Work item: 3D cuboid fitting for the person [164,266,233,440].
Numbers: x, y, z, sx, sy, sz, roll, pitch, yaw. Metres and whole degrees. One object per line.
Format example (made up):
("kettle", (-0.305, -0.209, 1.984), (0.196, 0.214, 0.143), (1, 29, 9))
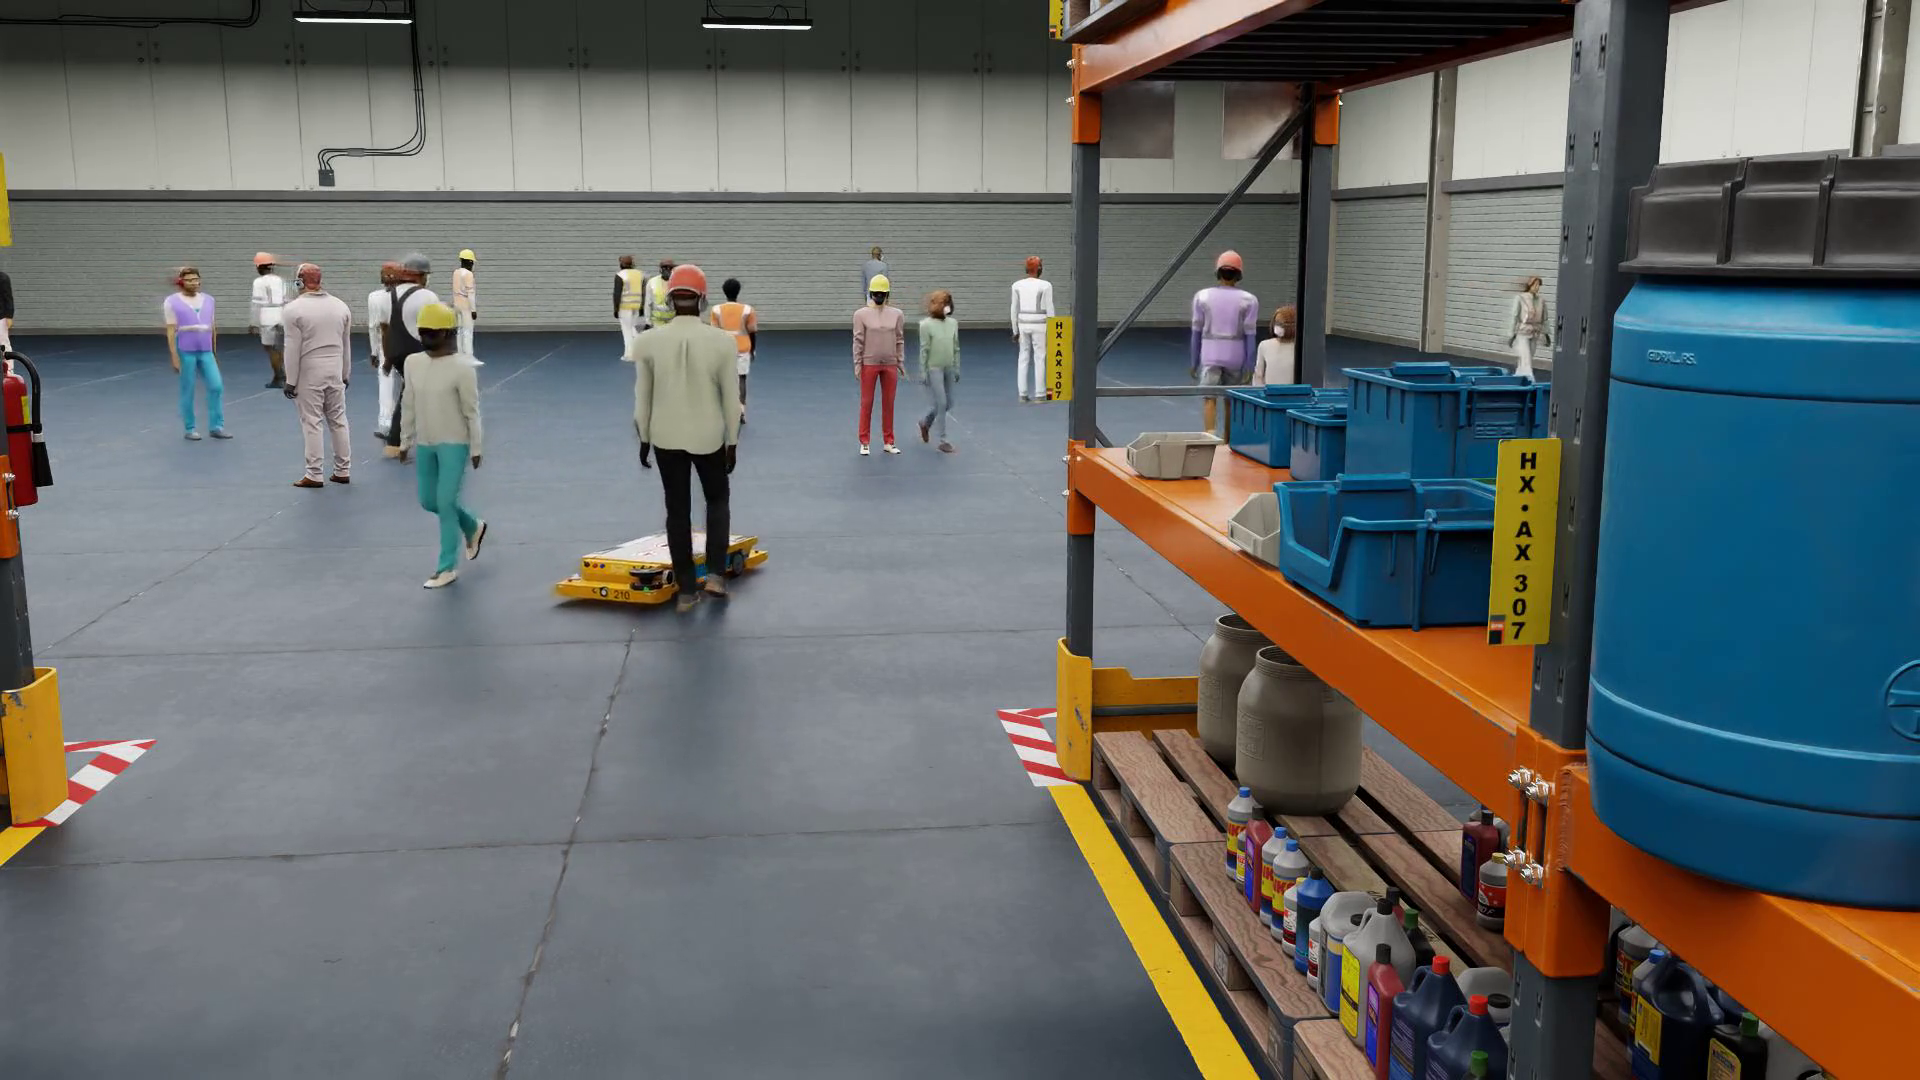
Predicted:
("person", (-7.946, -1.933, 17.374), (0.736, 1.817, 0.594), (7, 12, 33))

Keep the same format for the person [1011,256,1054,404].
("person", (0.938, -2.688, 21.336), (0.584, 1.882, 0.337), (6, 12, 28))

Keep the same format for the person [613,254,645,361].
("person", (-5.718, -3.992, 28.625), (0.448, 1.832, 0.651), (7, 12, 33))

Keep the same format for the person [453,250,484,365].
("person", (-8.229, -3.874, 27.753), (0.392, 1.916, 0.588), (-9, 14, -40))

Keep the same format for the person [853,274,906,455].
("person", (-0.785, -1.712, 16.317), (0.534, 1.766, 0.317), (-4, 11, -21))

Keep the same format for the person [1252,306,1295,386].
("person", (2.592, -1.066, 13.244), (0.850, 1.594, 0.497), (-10, 14, -43))

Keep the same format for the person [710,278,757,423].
("person", (-2.614, -2.185, 19.167), (0.536, 1.662, 0.821), (-1, 10, -5))

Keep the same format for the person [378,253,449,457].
("person", (-5.308, -1.850, 16.316), (0.682, 2.000, 1.074), (7, 12, 33))

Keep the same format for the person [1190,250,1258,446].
("person", (2.443, -1.675, 15.442), (0.618, 2.015, 0.900), (2, 10, 9))

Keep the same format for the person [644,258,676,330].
("person", (-4.181, -3.083, 23.673), (0.639, 1.817, 0.730), (1, 10, 3))

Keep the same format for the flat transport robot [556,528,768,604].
("flat transport robot", (-1.804, 0.139, 10.264), (0.652, 0.197, 1.431), (4, 11, 21))

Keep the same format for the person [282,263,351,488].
("person", (-5.509, -1.401, 14.227), (0.411, 1.908, 0.643), (6, 12, 31))

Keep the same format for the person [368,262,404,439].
("person", (-5.981, -1.986, 17.565), (0.606, 1.850, 0.869), (-1, 10, -3))

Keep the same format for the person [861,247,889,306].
("person", (-1.680, -4.870, 33.162), (0.630, 1.935, 0.369), (8, 13, 36))

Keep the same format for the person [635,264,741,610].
("person", (-1.563, -0.584, 9.570), (0.619, 1.976, 0.498), (-1, 10, -4))

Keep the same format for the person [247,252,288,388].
("person", (-9.739, -3.087, 23.426), (0.435, 1.916, 0.546), (2, 11, 13))

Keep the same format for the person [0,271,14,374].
("person", (-13.875, -3.199, 23.835), (0.613, 1.995, 0.390), (1, 10, 6))

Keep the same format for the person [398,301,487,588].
("person", (-3.167, -0.613, 10.327), (0.520, 1.748, 0.666), (4, 11, 23))

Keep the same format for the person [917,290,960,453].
("person", (-0.239, -1.692, 16.631), (0.507, 1.616, 0.622), (-10, 14, -43))

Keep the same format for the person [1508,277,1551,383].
("person", (7.536, -2.644, 21.848), (0.545, 1.595, 0.824), (-4, 11, -21))
